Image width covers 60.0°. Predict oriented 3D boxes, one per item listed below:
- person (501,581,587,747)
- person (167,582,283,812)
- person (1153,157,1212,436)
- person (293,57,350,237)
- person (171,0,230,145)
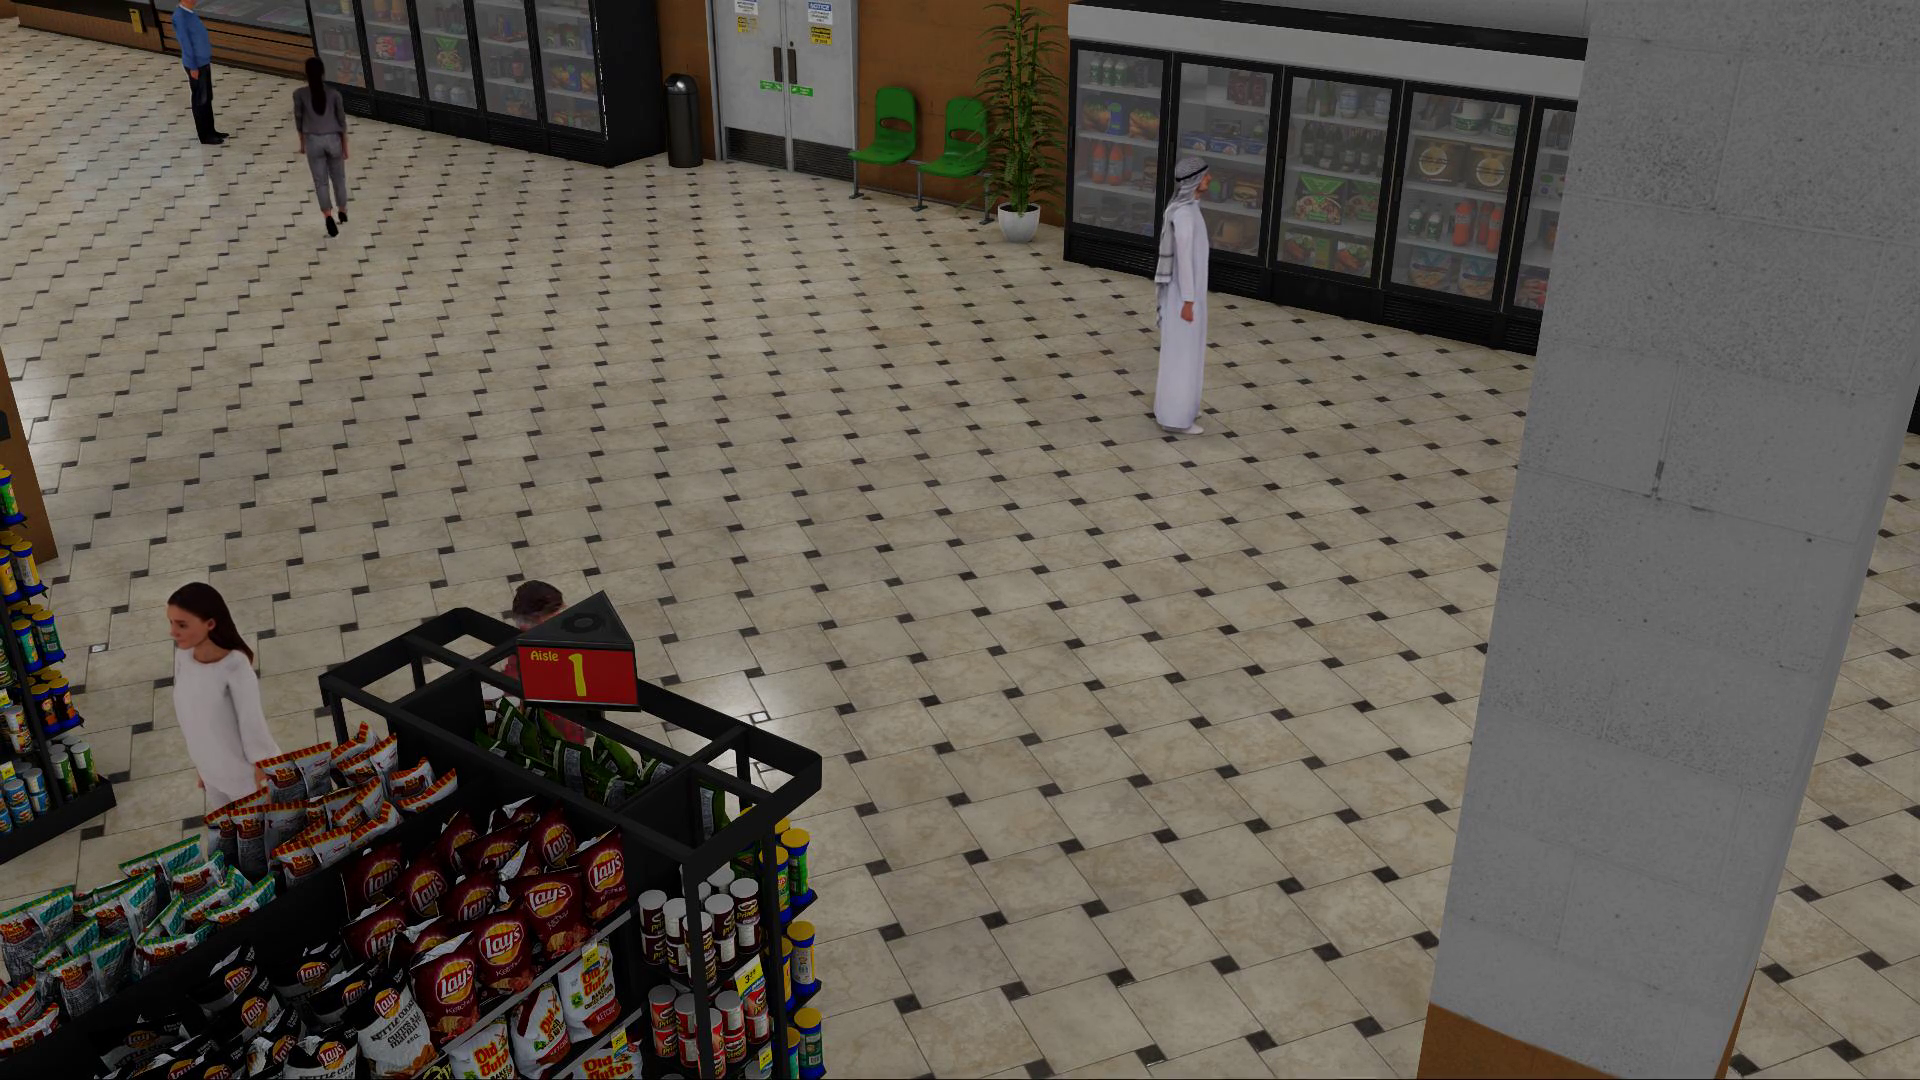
[{"bbox_3d":[-1.674,0.971,6.415,1.079,1.803,1.078,-2,27,-4],"label":"person"},{"bbox_3d":[-2.884,0.907,6.671,0.613,1.686,0.556,14,30,26],"label":"person"},{"bbox_3d":[1.551,-1.703,11.552,0.857,1.926,0.754,2,27,5],"label":"person"},{"bbox_3d":[-6.040,-3.685,15.774,1.099,1.641,1.078,-9,28,-17],"label":"person"},{"bbox_3d":[-8.819,-5.521,19.199,0.802,1.818,0.730,-3,27,-6],"label":"person"}]
